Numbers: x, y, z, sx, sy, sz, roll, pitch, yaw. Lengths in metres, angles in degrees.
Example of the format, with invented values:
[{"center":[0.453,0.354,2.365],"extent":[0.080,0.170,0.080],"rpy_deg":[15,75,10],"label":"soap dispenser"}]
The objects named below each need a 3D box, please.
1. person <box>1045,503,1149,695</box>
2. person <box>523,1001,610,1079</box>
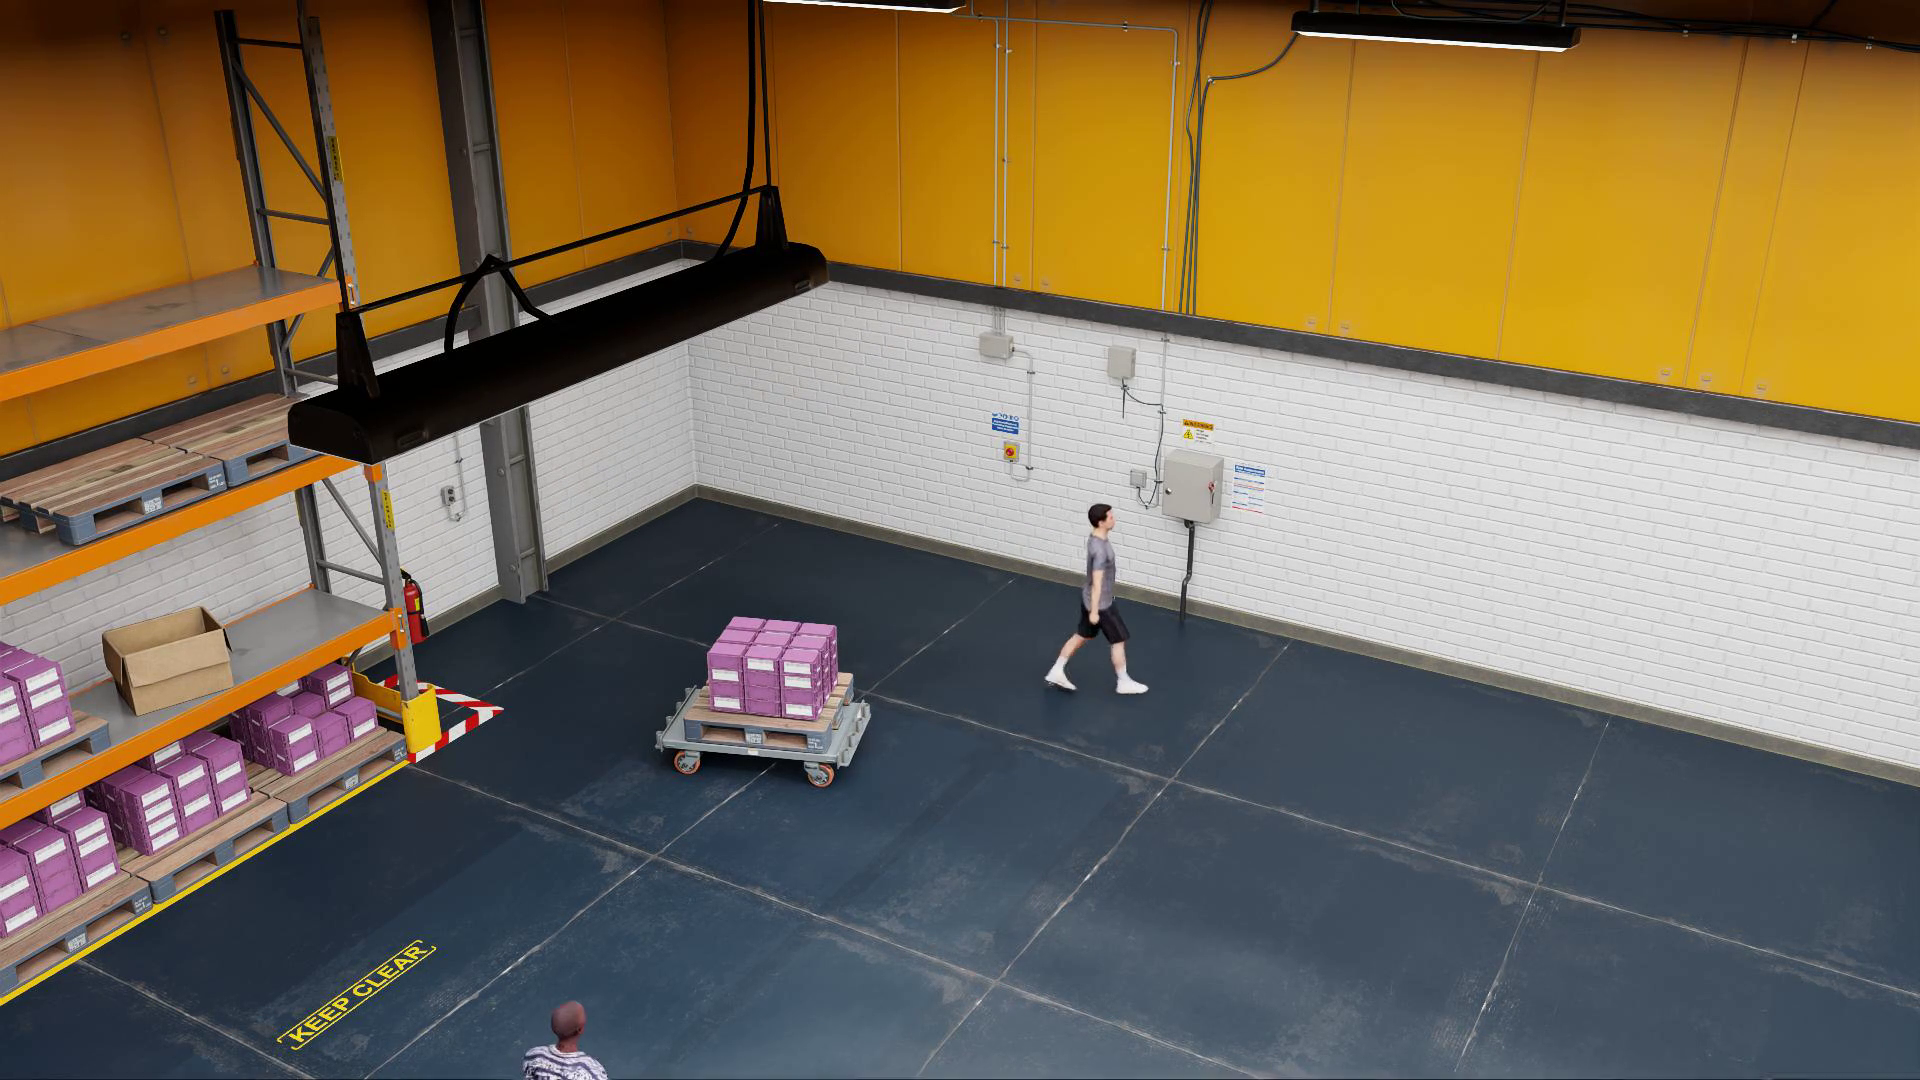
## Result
[{"center":[1.131,0.542,14.778],"extent":[1.094,1.842,1.206],"rpy_deg":[1,24,2],"label":"person"},{"center":[-2.061,3.239,8.690],"extent":[0.742,1.775,0.780],"rpy_deg":[7,25,16],"label":"person"}]
